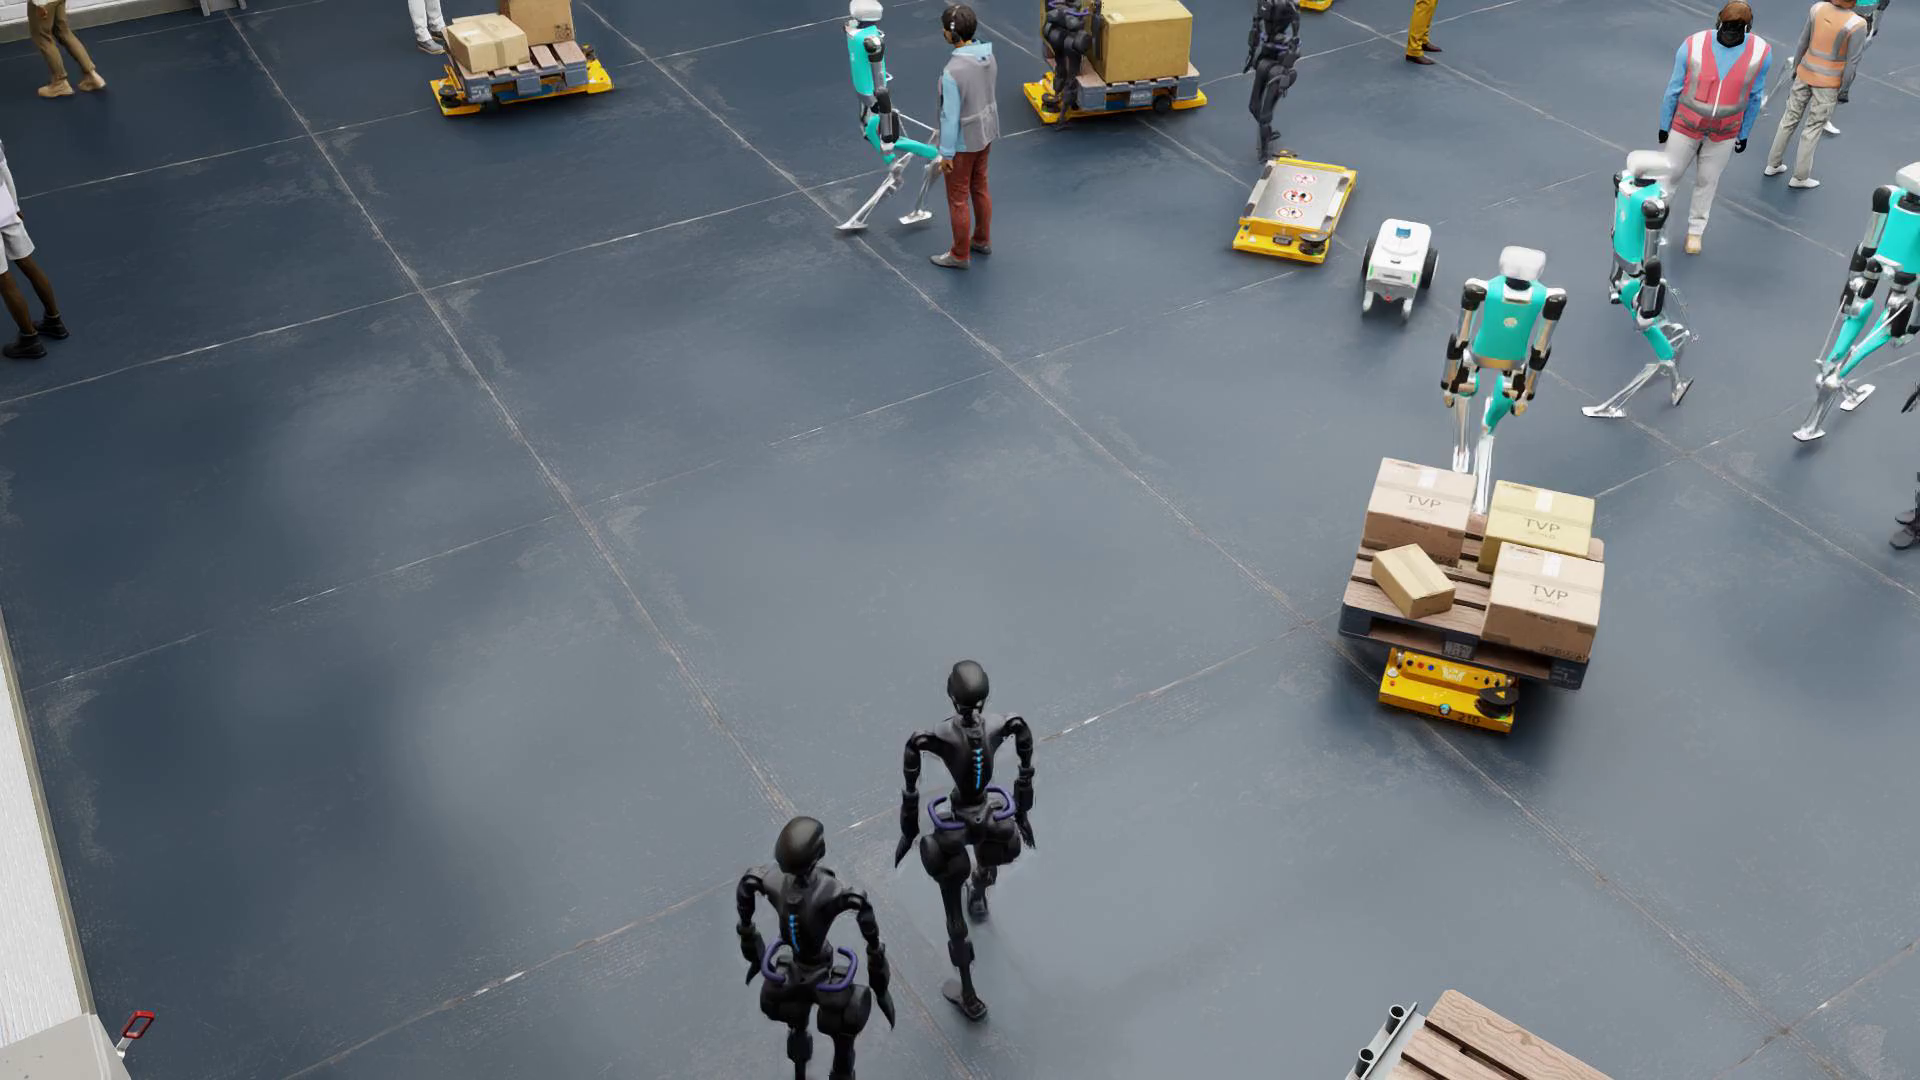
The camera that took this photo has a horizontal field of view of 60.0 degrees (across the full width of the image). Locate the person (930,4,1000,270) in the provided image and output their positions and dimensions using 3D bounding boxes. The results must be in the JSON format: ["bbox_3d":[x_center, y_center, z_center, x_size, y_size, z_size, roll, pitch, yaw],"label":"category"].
[{"bbox_3d":[0.052,-2.756,11.479,0.426,1.871,0.538,21,43,25],"label":"person"}]

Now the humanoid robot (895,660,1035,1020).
[{"bbox_3d":[0.023,1.165,6.726,0.590,1.630,0.785,-11,40,-14],"label":"humanoid robot"}]

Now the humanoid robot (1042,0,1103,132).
[{"bbox_3d":[0.855,-4.131,13.378,0.602,1.638,0.408,30,47,32],"label":"humanoid robot"}]

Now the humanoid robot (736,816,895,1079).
[{"bbox_3d":[-0.533,1.628,6.103,0.600,1.649,0.364,9,39,11],"label":"humanoid robot"}]

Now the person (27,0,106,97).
[{"bbox_3d":[-7.630,-4.522,13.810,0.526,1.730,0.568,-1,38,-1],"label":"person"}]

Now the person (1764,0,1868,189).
[{"bbox_3d":[6.492,-3.468,12.557,0.304,1.645,0.521,-17,41,-20],"label":"person"}]

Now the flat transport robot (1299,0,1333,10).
[{"bbox_3d":[3.545,-5.547,16.290,0.659,0.231,1.431,22,44,26],"label":"flat transport robot"}]

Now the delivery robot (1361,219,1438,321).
[{"bbox_3d":[3.024,-1.909,11.485,0.499,0.613,0.807,13,40,15],"label":"delivery robot"}]

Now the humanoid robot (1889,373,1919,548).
[{"bbox_3d":[5.429,-0.712,9.061,0.570,1.641,0.604,-13,40,-16],"label":"humanoid robot"}]

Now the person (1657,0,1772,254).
[{"bbox_3d":[5.233,-2.896,11.691,0.630,1.837,0.431,11,40,13],"label":"person"}]

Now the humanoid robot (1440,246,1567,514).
[{"bbox_3d":[2.960,-0.954,9.312,0.537,1.719,1.021,7,39,9],"label":"humanoid robot"}]

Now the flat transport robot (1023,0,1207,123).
[{"bbox_3d":[1.313,-3.820,14.112,1.431,0.231,0.659,-9,39,-11],"label":"flat transport robot"}]

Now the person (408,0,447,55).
[{"bbox_3d":[-4.767,-5.249,14.618,0.351,1.879,0.582,11,40,14],"label":"person"}]

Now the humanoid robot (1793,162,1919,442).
[{"bbox_3d":[5.311,-1.338,9.799,1.013,1.744,0.559,-18,42,-22],"label":"humanoid robot"}]

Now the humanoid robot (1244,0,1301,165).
[{"bbox_3d":[2.453,-3.733,12.892,0.403,1.647,0.584,-18,42,-21],"label":"humanoid robot"}]

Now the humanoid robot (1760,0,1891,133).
[{"bbox_3d":[6.985,-4.153,13.409,0.560,1.850,0.877,-5,39,-6],"label":"humanoid robot"}]

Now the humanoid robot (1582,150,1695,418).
[{"bbox_3d":[4.289,-1.496,10.025,0.953,1.798,0.552,-3,39,-4],"label":"humanoid robot"}]

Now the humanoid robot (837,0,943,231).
[{"bbox_3d":[-0.460,-3.009,11.925,0.930,1.777,0.576,-15,41,-18],"label":"humanoid robot"}]

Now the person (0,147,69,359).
[{"bbox_3d":[-6.188,-2.046,10.531,0.376,1.937,0.545,10,40,13],"label":"person"}]

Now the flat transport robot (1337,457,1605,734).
[{"bbox_3d":[2.660,0.413,8.771,0.659,0.231,1.431,13,40,16],"label":"flat transport robot"}]

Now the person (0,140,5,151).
[{"bbox_3d":[-7.899,-3.892,12.934,0.373,1.842,0.568,-22,43,-25],"label":"person"}]

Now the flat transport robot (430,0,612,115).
[{"bbox_3d":[-3.775,-3.951,14.277,1.431,0.231,0.659,-15,41,-18],"label":"flat transport robot"}]

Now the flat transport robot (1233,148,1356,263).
[{"bbox_3d":[2.527,-2.515,12.465,0.659,0.231,1.431,13,40,16],"label":"flat transport robot"}]

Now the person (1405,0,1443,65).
[{"bbox_3d":[4.167,-5.039,14.462,0.344,1.750,0.528,13,40,16],"label":"person"}]
